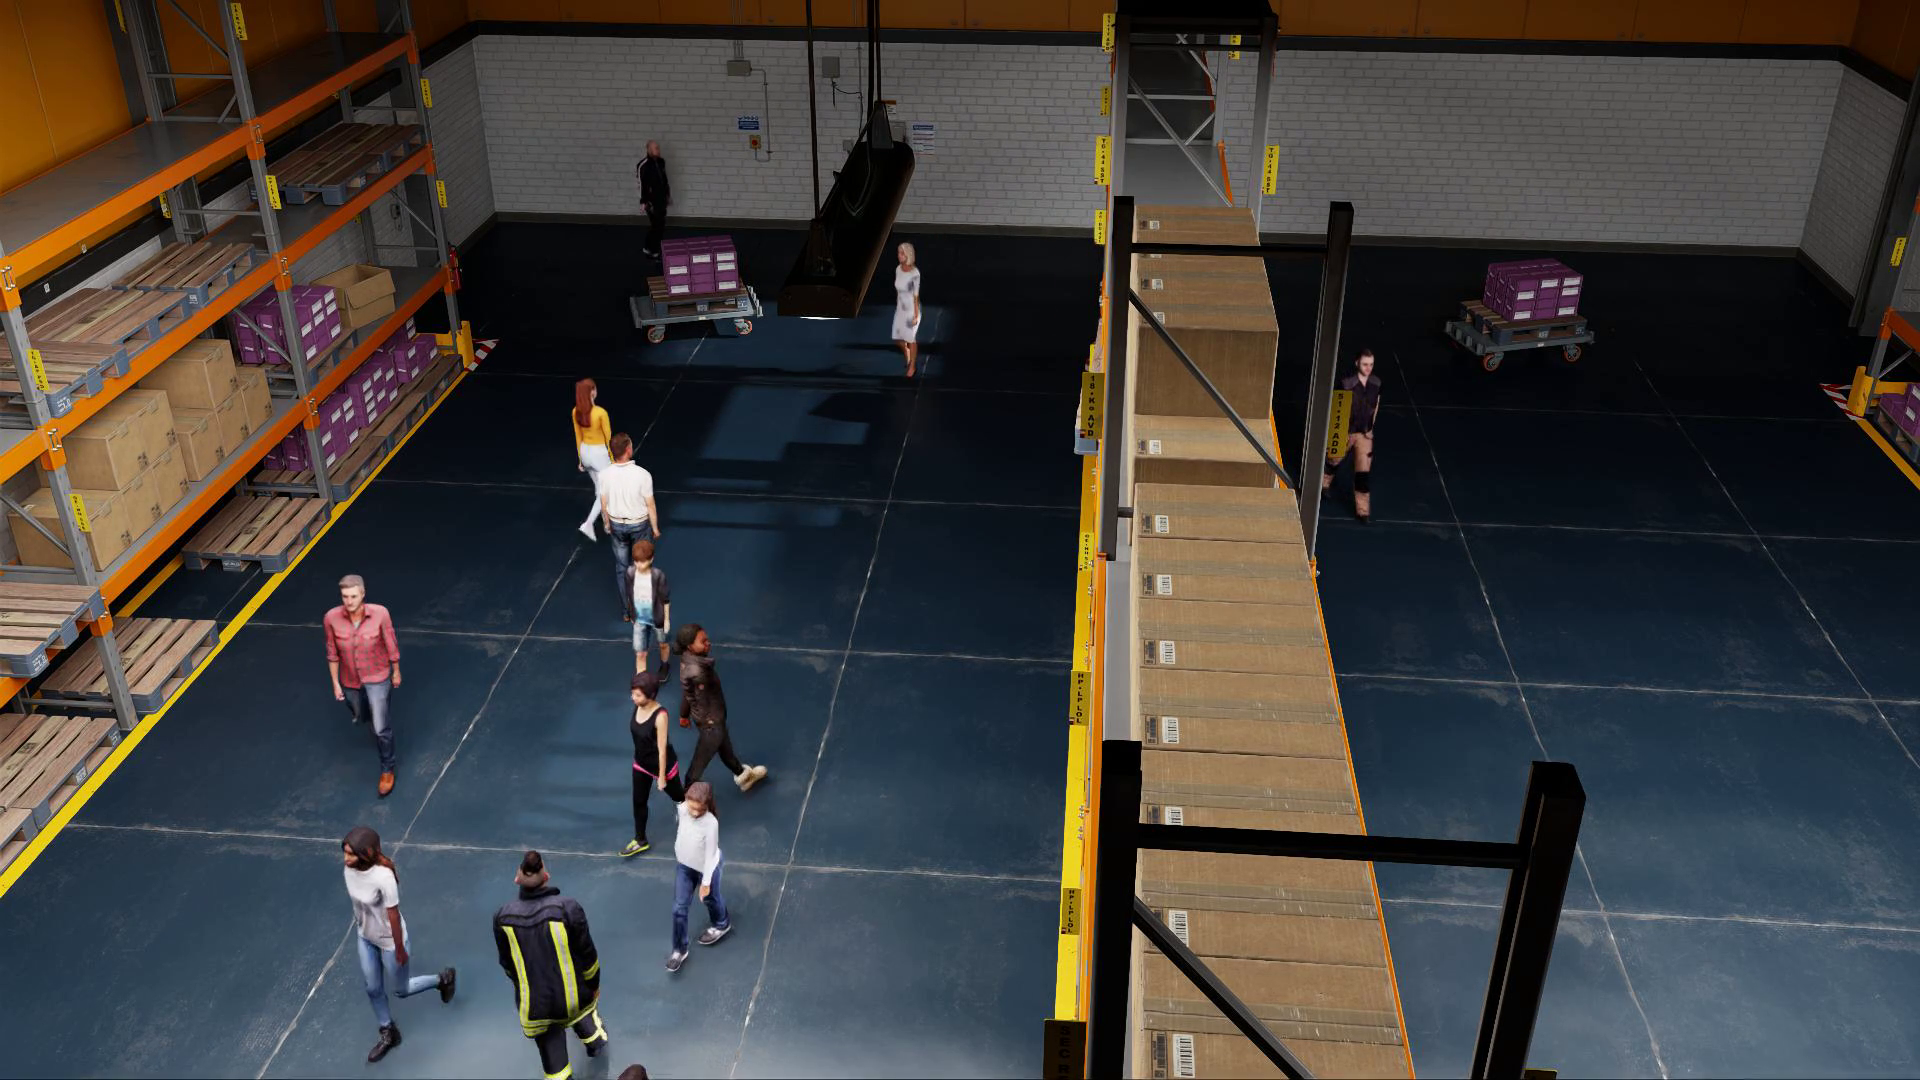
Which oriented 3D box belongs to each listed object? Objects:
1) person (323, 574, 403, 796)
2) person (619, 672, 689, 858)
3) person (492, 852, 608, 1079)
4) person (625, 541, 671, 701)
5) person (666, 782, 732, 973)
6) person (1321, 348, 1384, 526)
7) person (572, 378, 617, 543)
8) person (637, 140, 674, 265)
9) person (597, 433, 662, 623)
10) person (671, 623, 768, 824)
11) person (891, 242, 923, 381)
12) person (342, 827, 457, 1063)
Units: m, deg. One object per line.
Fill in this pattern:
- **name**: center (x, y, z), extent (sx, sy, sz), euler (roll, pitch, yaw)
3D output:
- **person**: center (-4.681, 1.044, 13.135), extent (0.823, 1.804, 1.170), euler (-3, 29, -6)
- **person**: center (-2.190, 1.620, 12.376), extent (0.978, 1.520, 1.085), euler (25, 37, 38)
- **person**: center (-2.468, 2.720, 10.027), extent (0.885, 1.839, 1.085), euler (-2, 29, -4)
- **person**: center (-2.637, 0.632, 14.296), extent (0.552, 1.416, 0.898), euler (3, 29, 5)
- **person**: center (-1.744, 2.188, 11.344), extent (0.795, 1.511, 0.958), euler (21, 35, 33)
- **person**: center (3.998, -1.138, 17.150), extent (0.869, 1.789, 1.273), euler (-4, 29, -7)
- **person**: center (-3.644, -0.747, 16.496), extent (0.762, 1.729, 1.027), euler (10, 30, 17)
- **person**: center (-4.476, -4.873, 23.965), extent (0.830, 1.820, 0.728), euler (16, 33, 27)
- **person**: center (-3.019, -0.103, 15.189), extent (0.670, 1.850, 0.579), euler (4, 29, 8)
- **person**: center (-1.790, 1.381, 12.702), extent (1.121, 1.627, 1.052), euler (24, 37, 37)
- **person**: center (-0.575, -2.803, 20.254), extent (0.707, 1.741, 0.762), euler (23, 36, 36)
- **person**: center (-3.603, 2.498, 10.570), extent (0.824, 1.707, 1.018), euler (16, 32, 26)
